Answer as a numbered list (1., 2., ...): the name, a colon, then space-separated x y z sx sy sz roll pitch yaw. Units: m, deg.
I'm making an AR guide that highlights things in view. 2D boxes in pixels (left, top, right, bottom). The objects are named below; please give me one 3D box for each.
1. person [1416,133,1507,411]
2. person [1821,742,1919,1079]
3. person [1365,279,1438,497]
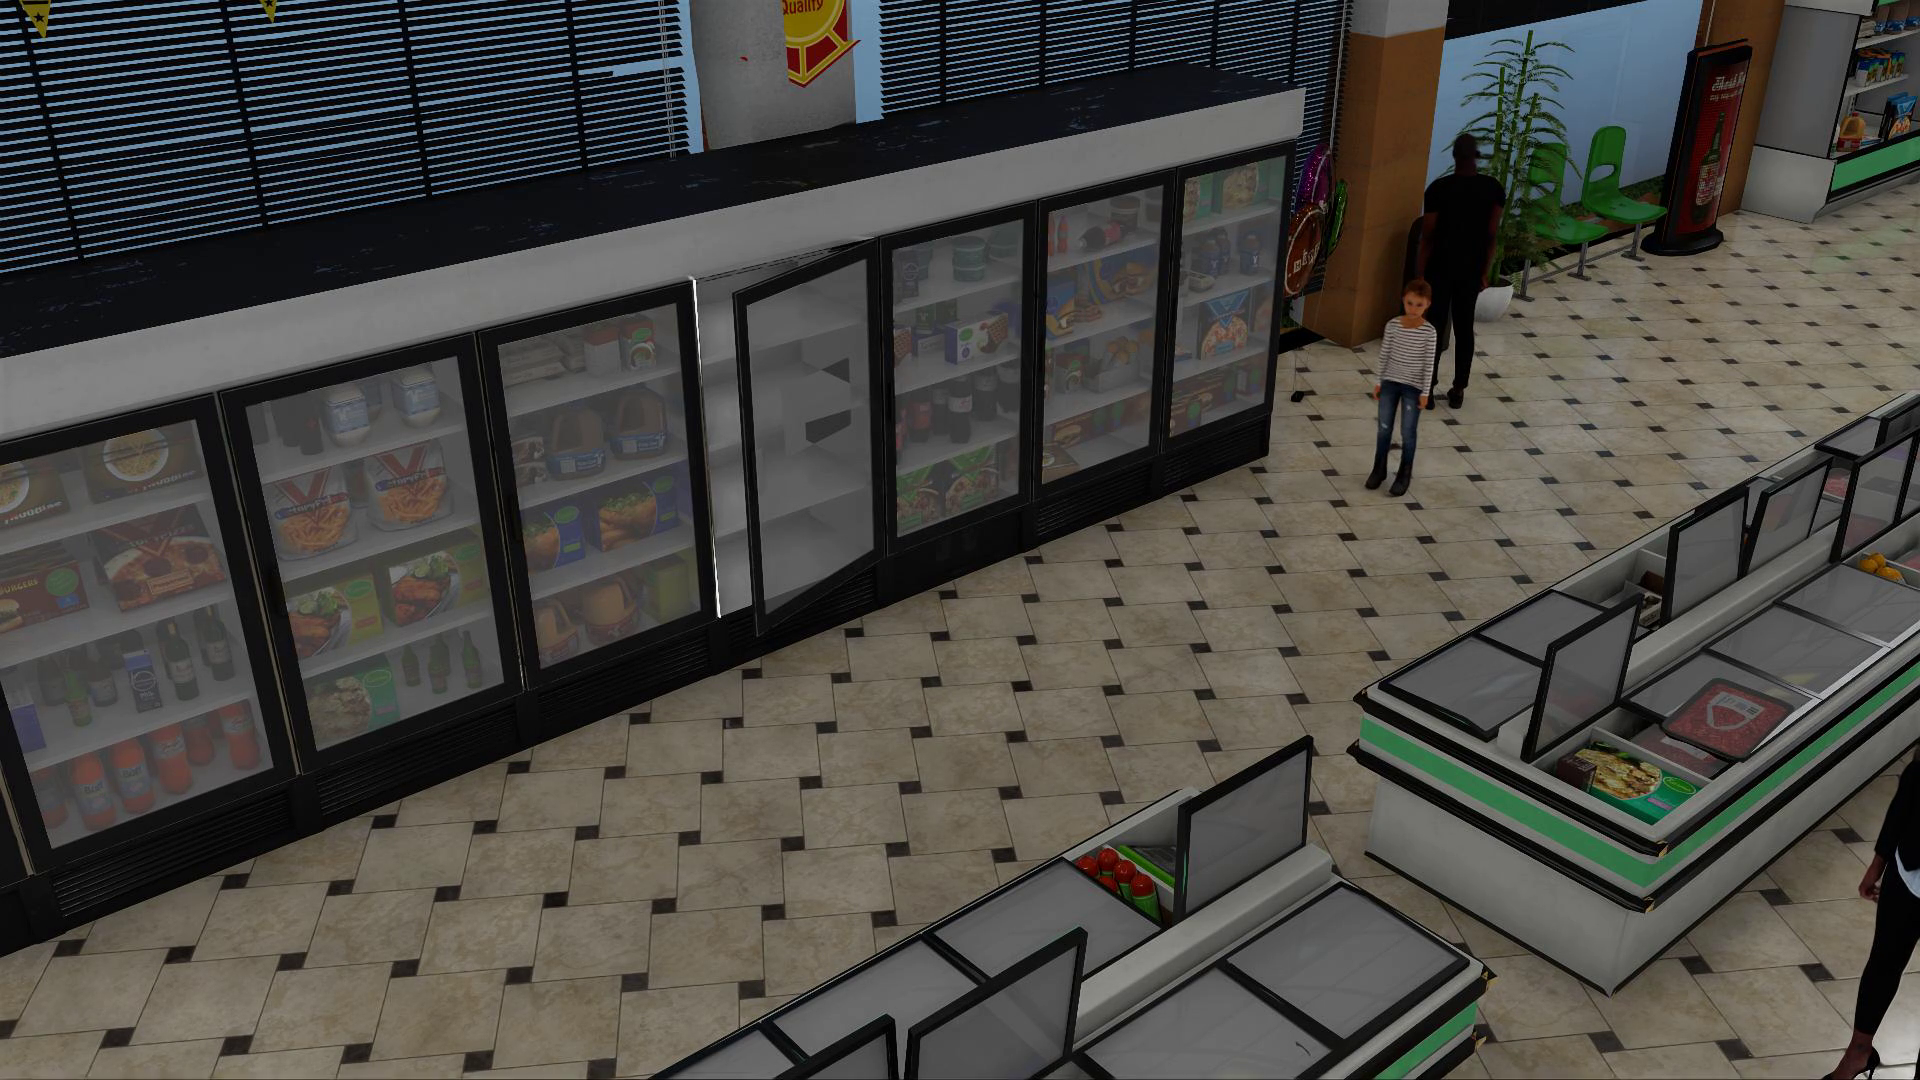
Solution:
1. person: 3.239 -1.749 10.907 0.722 1.818 0.798 0 27 1
2. person: 3.081 1.127 5.218 0.627 1.834 0.669 -11 29 -20
3. person: 2.619 -0.904 9.802 0.534 1.310 0.560 16 31 28
